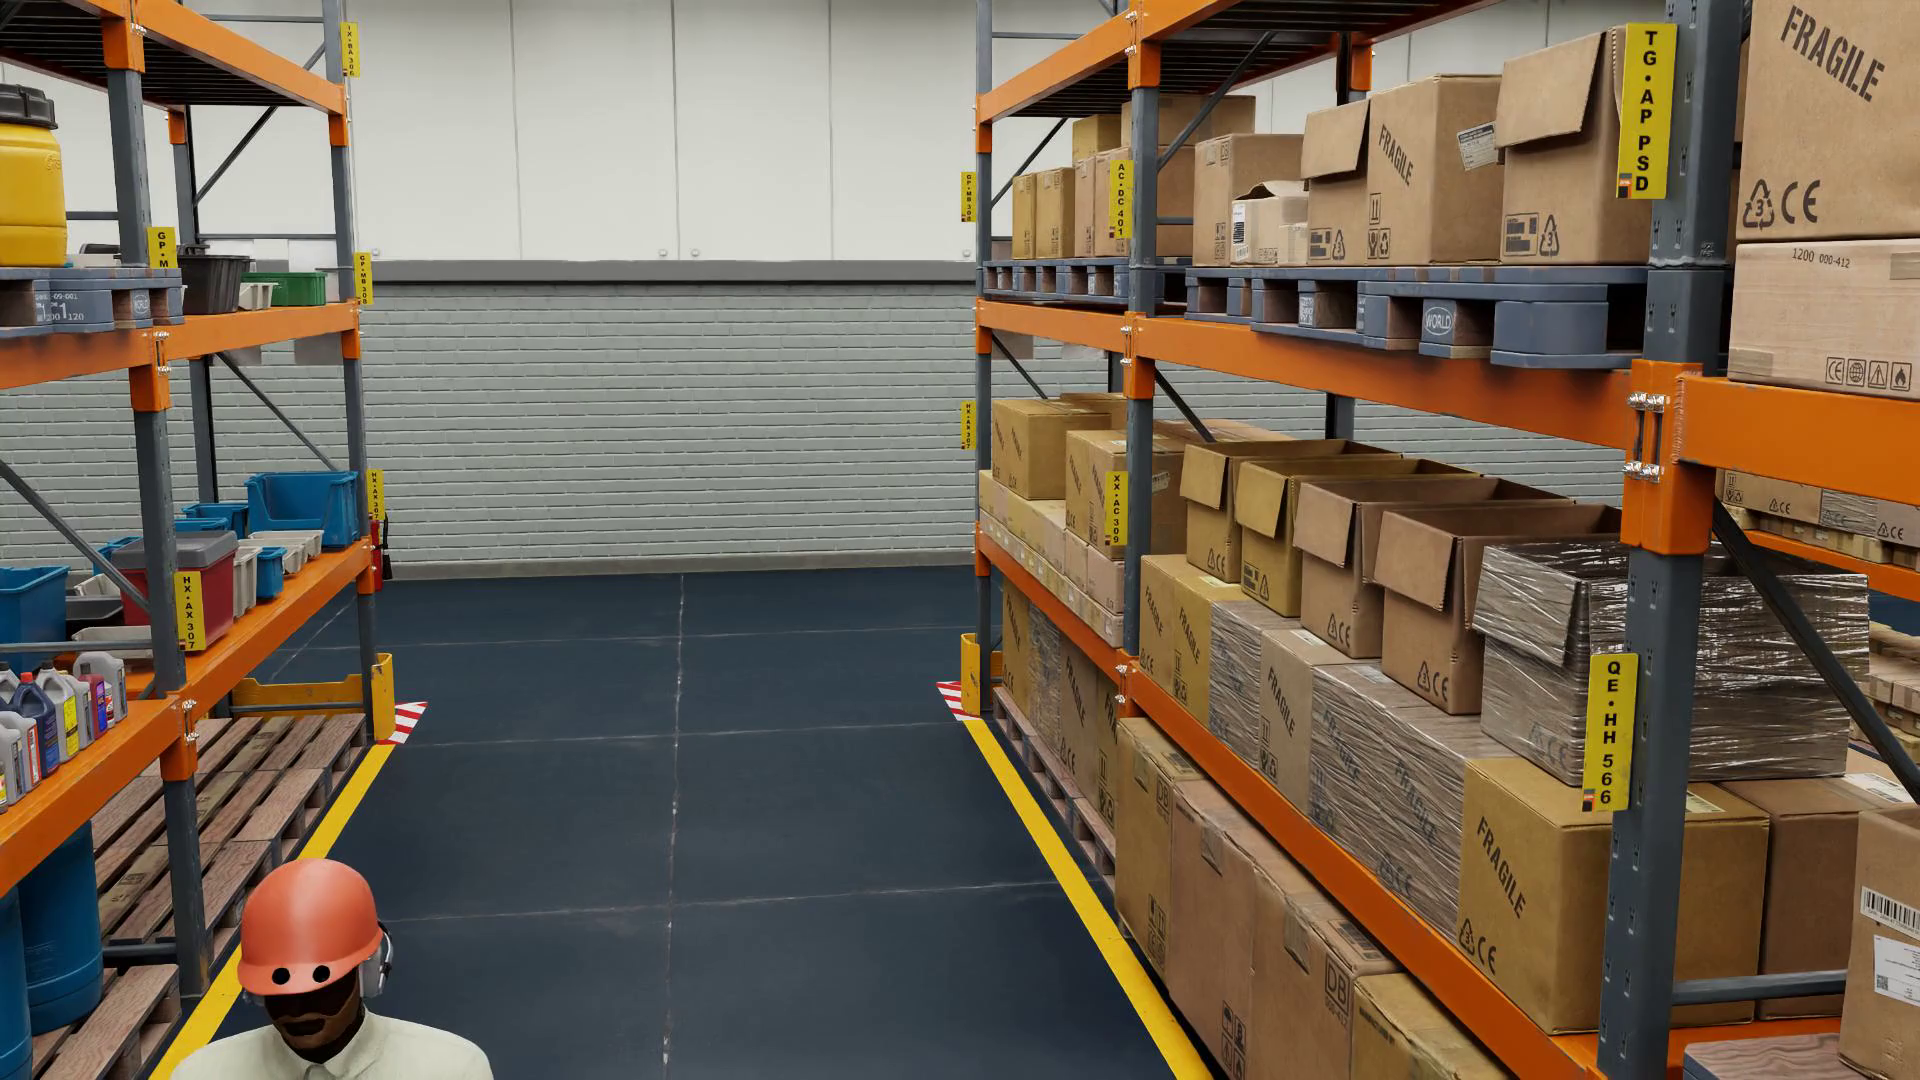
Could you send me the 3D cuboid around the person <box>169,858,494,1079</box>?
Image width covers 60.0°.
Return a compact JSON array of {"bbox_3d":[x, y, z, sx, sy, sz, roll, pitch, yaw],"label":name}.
[{"bbox_3d":[-1.157,1.547,3.099,0.608,1.995,0.377,-2,9,-12],"label":"person"}]
